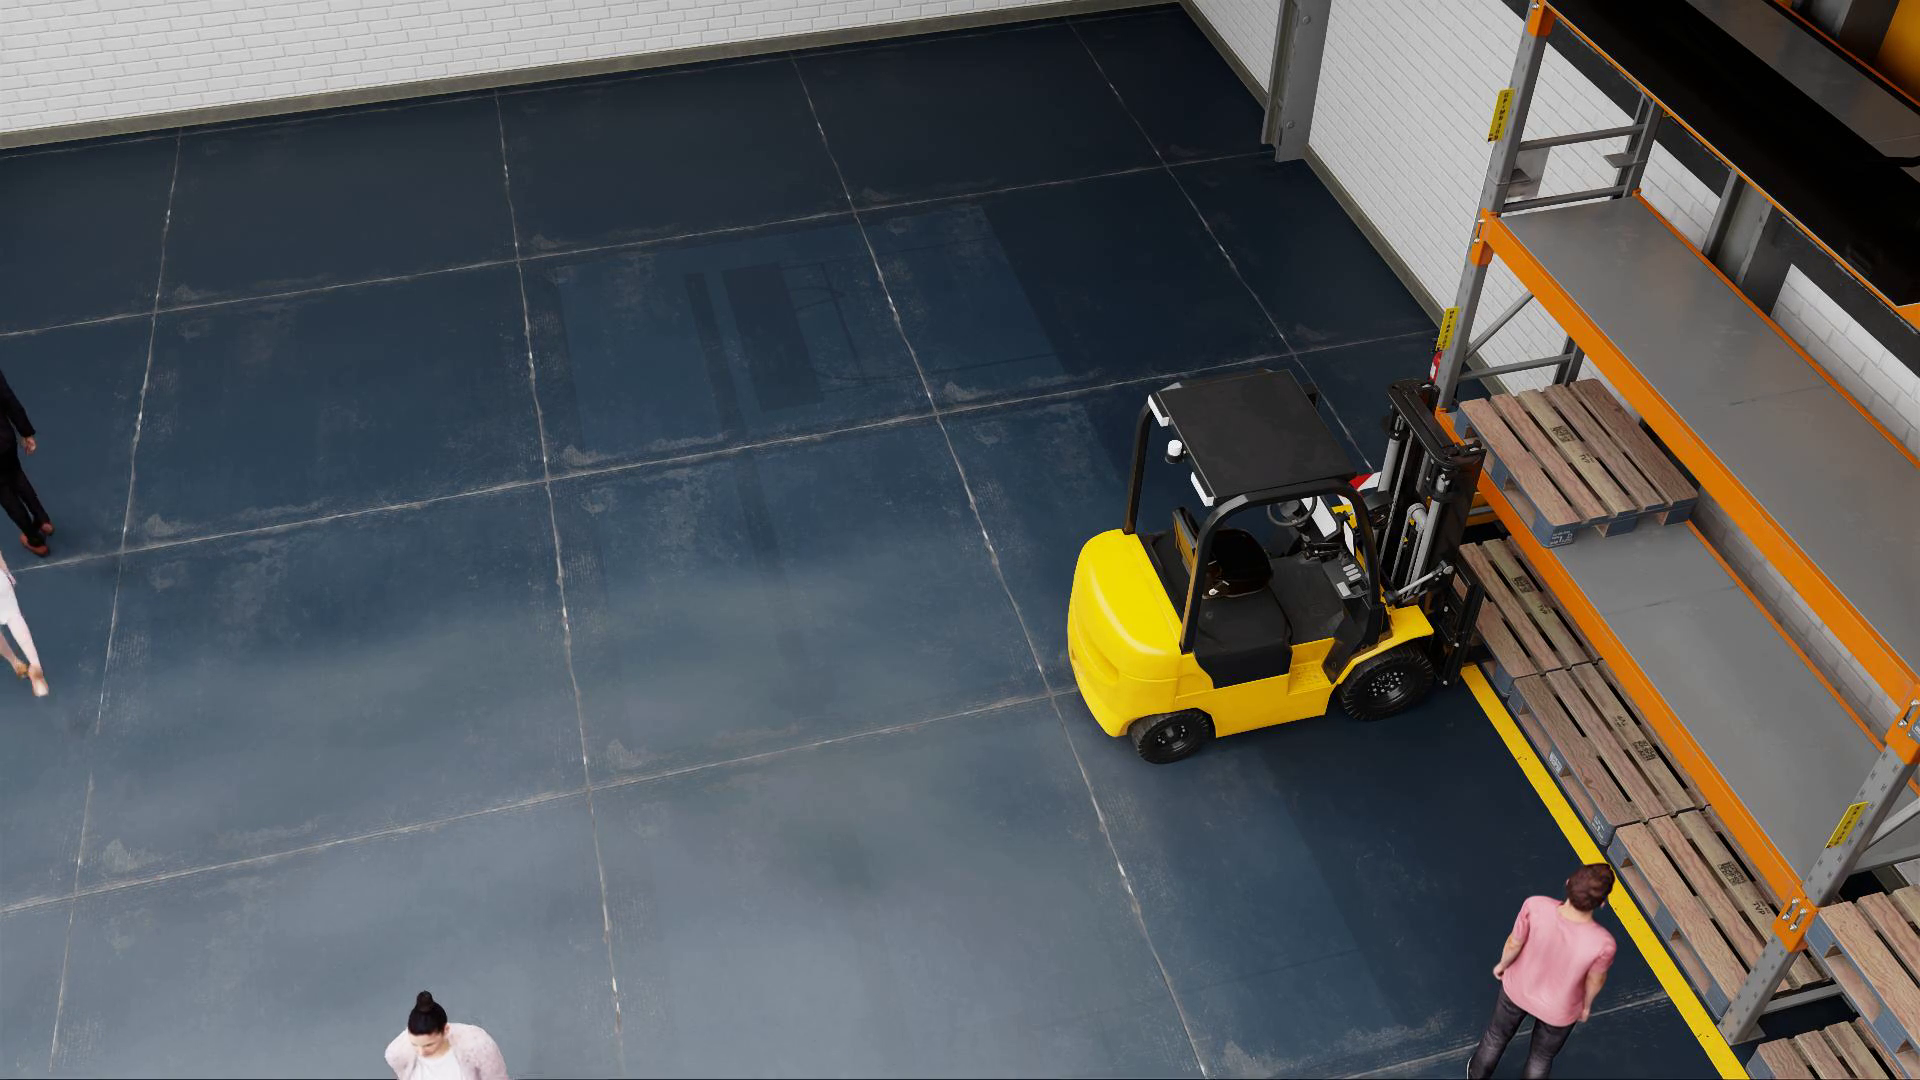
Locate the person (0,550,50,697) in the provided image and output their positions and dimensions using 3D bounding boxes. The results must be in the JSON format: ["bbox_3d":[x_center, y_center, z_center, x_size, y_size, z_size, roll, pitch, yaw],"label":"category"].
[{"bbox_3d":[-6.040,0.352,10.281,0.786,1.781,0.936,-30,51,-28],"label":"person"}]

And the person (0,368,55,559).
[{"bbox_3d":[-6.520,-0.605,11.227,0.863,1.862,0.823,26,49,25],"label":"person"}]

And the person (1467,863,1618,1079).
[{"bbox_3d":[2.861,2.224,8.189,0.696,1.957,0.768,24,49,23],"label":"person"}]

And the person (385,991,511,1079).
[{"bbox_3d":[-2.352,2.618,7.955,0.840,1.709,1.147,-1,44,-1],"label":"person"}]
